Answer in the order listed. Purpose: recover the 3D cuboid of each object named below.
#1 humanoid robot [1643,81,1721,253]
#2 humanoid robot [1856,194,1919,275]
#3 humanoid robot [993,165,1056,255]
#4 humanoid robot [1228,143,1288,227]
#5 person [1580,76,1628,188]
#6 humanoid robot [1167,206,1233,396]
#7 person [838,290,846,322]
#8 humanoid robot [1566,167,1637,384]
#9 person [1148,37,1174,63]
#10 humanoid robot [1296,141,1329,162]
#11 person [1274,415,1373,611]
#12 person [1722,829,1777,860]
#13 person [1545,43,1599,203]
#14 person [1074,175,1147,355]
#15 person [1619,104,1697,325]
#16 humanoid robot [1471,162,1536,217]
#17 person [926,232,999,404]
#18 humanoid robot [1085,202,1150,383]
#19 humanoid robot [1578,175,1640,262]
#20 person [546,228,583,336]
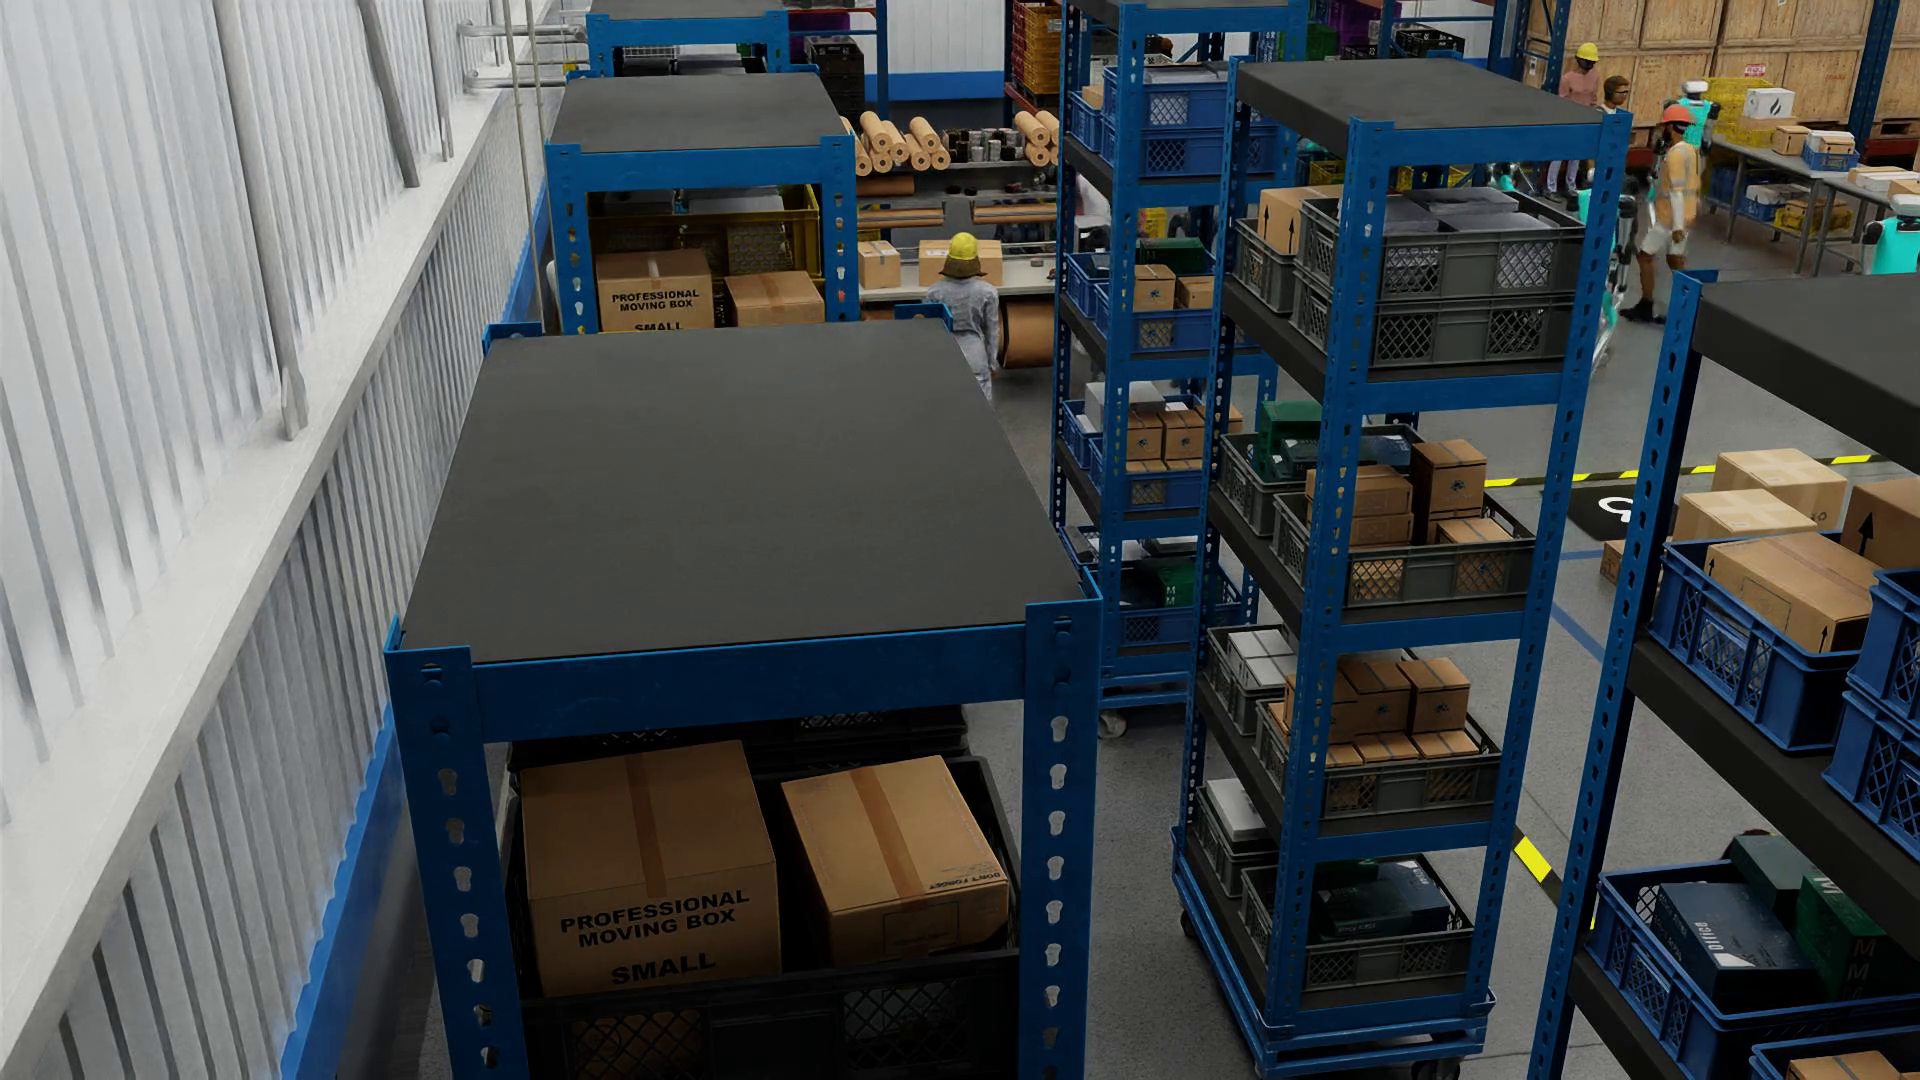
[{"bbox_3d":[7.079,-3.662,16.561,0.548,1.845,0.706,1,25,1],"label":"humanoid robot"},{"bbox_3d":[6.647,-1.549,11.747,0.533,1.677,0.735,0,25,1],"label":"humanoid robot"},{"bbox_3d":[0.559,-2.827,14.786,0.599,1.641,0.692,-4,25,-9],"label":"humanoid robot"},{"bbox_3d":[2.514,-2.676,14.380,0.542,1.765,0.880,5,25,11],"label":"humanoid robot"},{"bbox_3d":[6.246,-3.612,16.284,0.333,1.836,0.503,20,32,37],"label":"person"},{"bbox_3d":[1.830,-1.961,12.867,0.609,1.649,0.329,13,28,26],"label":"humanoid robot"},{"bbox_3d":[-0.673,-0.461,9.226,0.613,2.012,0.502,-13,28,-27],"label":"person"},{"bbox_3d":[5.105,-2.084,13.109,0.551,1.806,0.908,21,32,38],"label":"humanoid robot"},{"bbox_3d":[2.196,-4.677,18.603,0.430,1.833,0.621,9,26,19],"label":"person"},{"bbox_3d":[3.852,-4.489,18.338,0.968,1.783,0.539,-3,25,-6],"label":"humanoid robot"},{"bbox_3d":[1.790,0.196,7.979,0.596,1.849,0.386,0,25,0],"label":"person"},{"bbox_3d":[2.169,1.635,4.830,0.313,1.869,0.531,19,31,35],"label":"person"},{"bbox_3d":[6.923,-4.686,18.705,0.522,1.760,0.334,-9,26,-19],"label":"person"},{"bbox_3d":[1.185,-2.331,13.427,0.621,1.889,0.517,0,25,0],"label":"person"},{"bbox_3d":[6.175,-2.797,14.435,0.717,1.888,0.556,19,31,35],"label":"person"},{"bbox_3d":[5.308,-3.423,16.050,0.552,1.747,0.989,-7,26,-15],"label":"humanoid robot"},{"bbox_3d":[0.019,-1.192,11.121,0.485,1.744,0.308,2,25,4],"label":"person"},{"bbox_3d":[1.184,-1.800,12.542,0.611,1.655,0.507,11,27,23],"label":"humanoid robot"},{"bbox_3d":[5.487,-2.529,14.126,0.608,1.638,0.618,-3,25,-6],"label":"humanoid robot"},{"bbox_3d":[-2.472,-1.265,11.177,0.563,1.837,0.386,11,27,23],"label":"person"}]
